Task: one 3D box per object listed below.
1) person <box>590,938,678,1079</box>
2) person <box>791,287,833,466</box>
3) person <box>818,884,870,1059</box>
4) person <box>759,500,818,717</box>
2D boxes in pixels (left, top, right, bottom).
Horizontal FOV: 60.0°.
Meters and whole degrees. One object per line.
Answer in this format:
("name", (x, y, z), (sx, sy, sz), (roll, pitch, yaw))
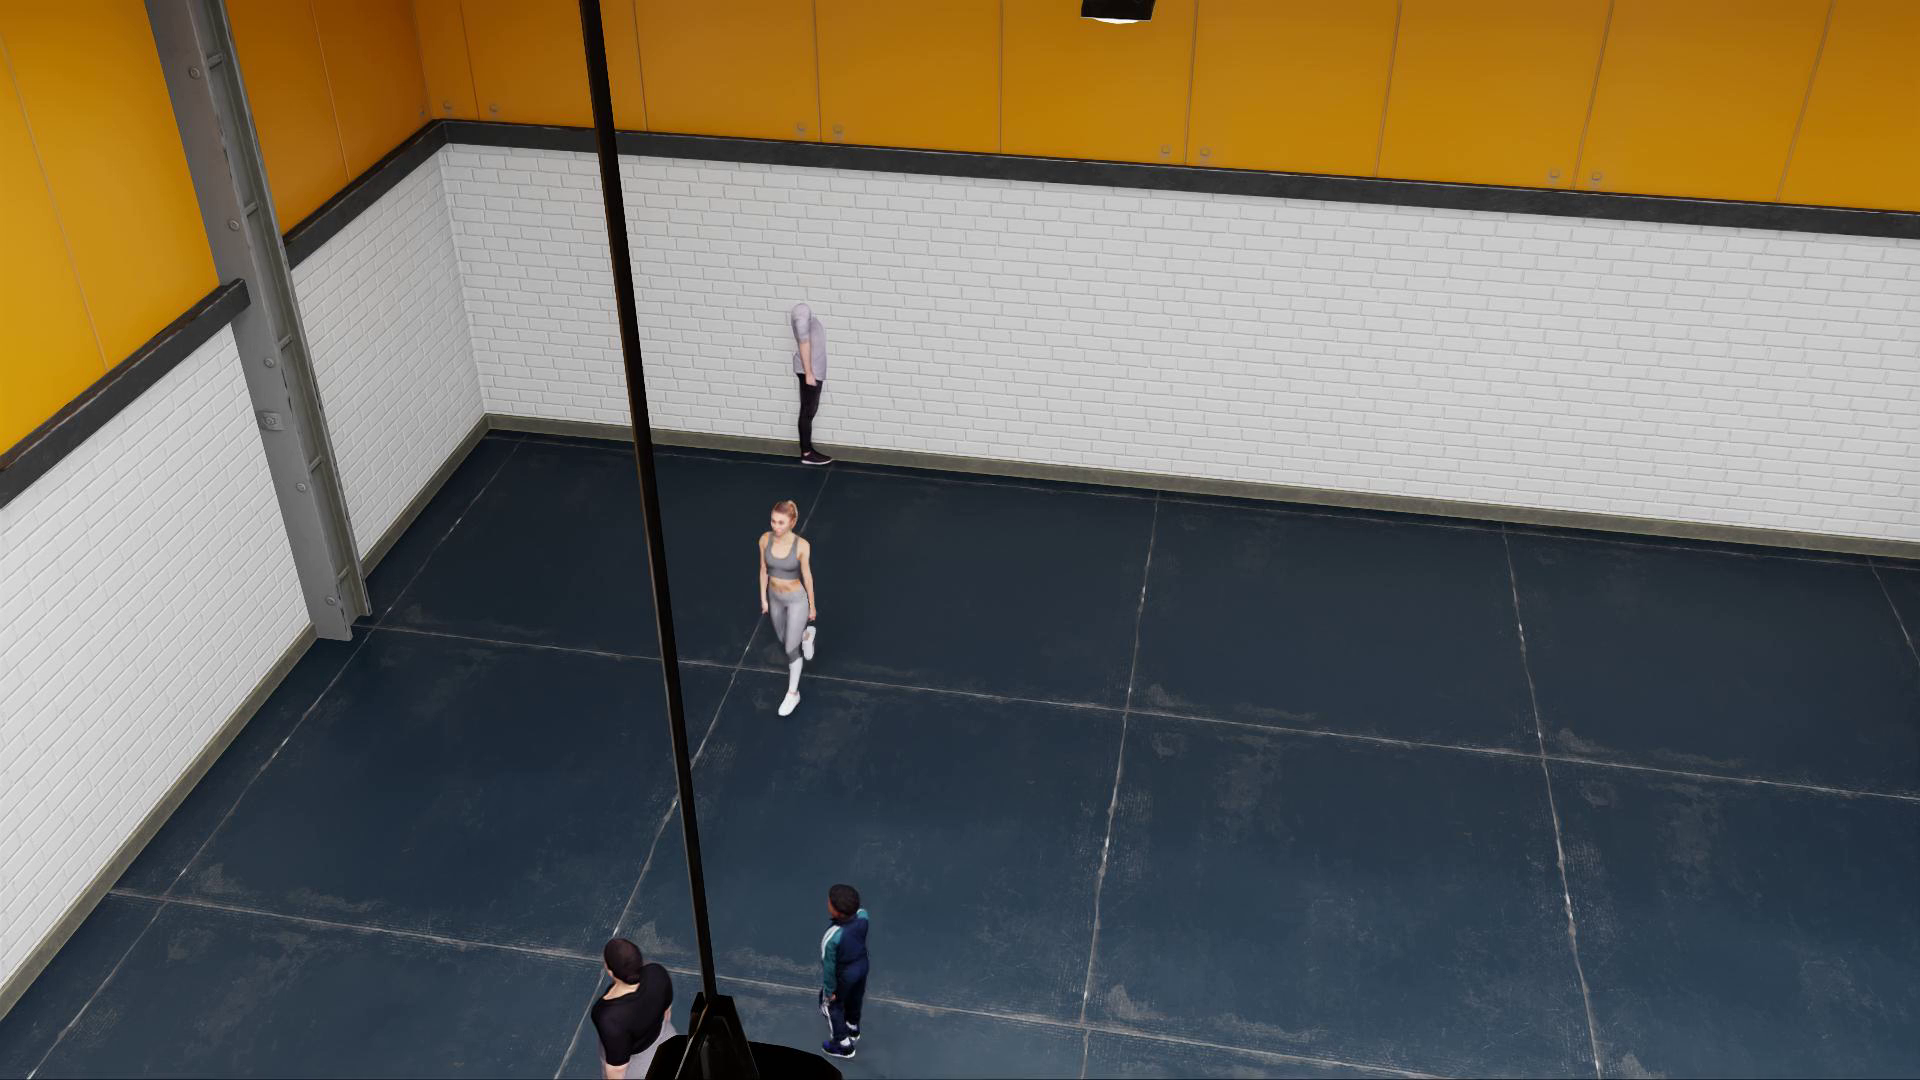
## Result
("person", (-1.635, 2.724, 8.620), (0.810, 1.758, 0.672), (17, 37, 24))
("person", (-1.354, -1.582, 15.030), (0.755, 1.835, 0.562), (1, 34, 2))
("person", (-0.626, 2.454, 9.481), (0.674, 1.255, 0.604), (29, 43, 36))
("person", (-1.218, 0.412, 12.167), (0.686, 1.681, 1.059), (11, 35, 16))
